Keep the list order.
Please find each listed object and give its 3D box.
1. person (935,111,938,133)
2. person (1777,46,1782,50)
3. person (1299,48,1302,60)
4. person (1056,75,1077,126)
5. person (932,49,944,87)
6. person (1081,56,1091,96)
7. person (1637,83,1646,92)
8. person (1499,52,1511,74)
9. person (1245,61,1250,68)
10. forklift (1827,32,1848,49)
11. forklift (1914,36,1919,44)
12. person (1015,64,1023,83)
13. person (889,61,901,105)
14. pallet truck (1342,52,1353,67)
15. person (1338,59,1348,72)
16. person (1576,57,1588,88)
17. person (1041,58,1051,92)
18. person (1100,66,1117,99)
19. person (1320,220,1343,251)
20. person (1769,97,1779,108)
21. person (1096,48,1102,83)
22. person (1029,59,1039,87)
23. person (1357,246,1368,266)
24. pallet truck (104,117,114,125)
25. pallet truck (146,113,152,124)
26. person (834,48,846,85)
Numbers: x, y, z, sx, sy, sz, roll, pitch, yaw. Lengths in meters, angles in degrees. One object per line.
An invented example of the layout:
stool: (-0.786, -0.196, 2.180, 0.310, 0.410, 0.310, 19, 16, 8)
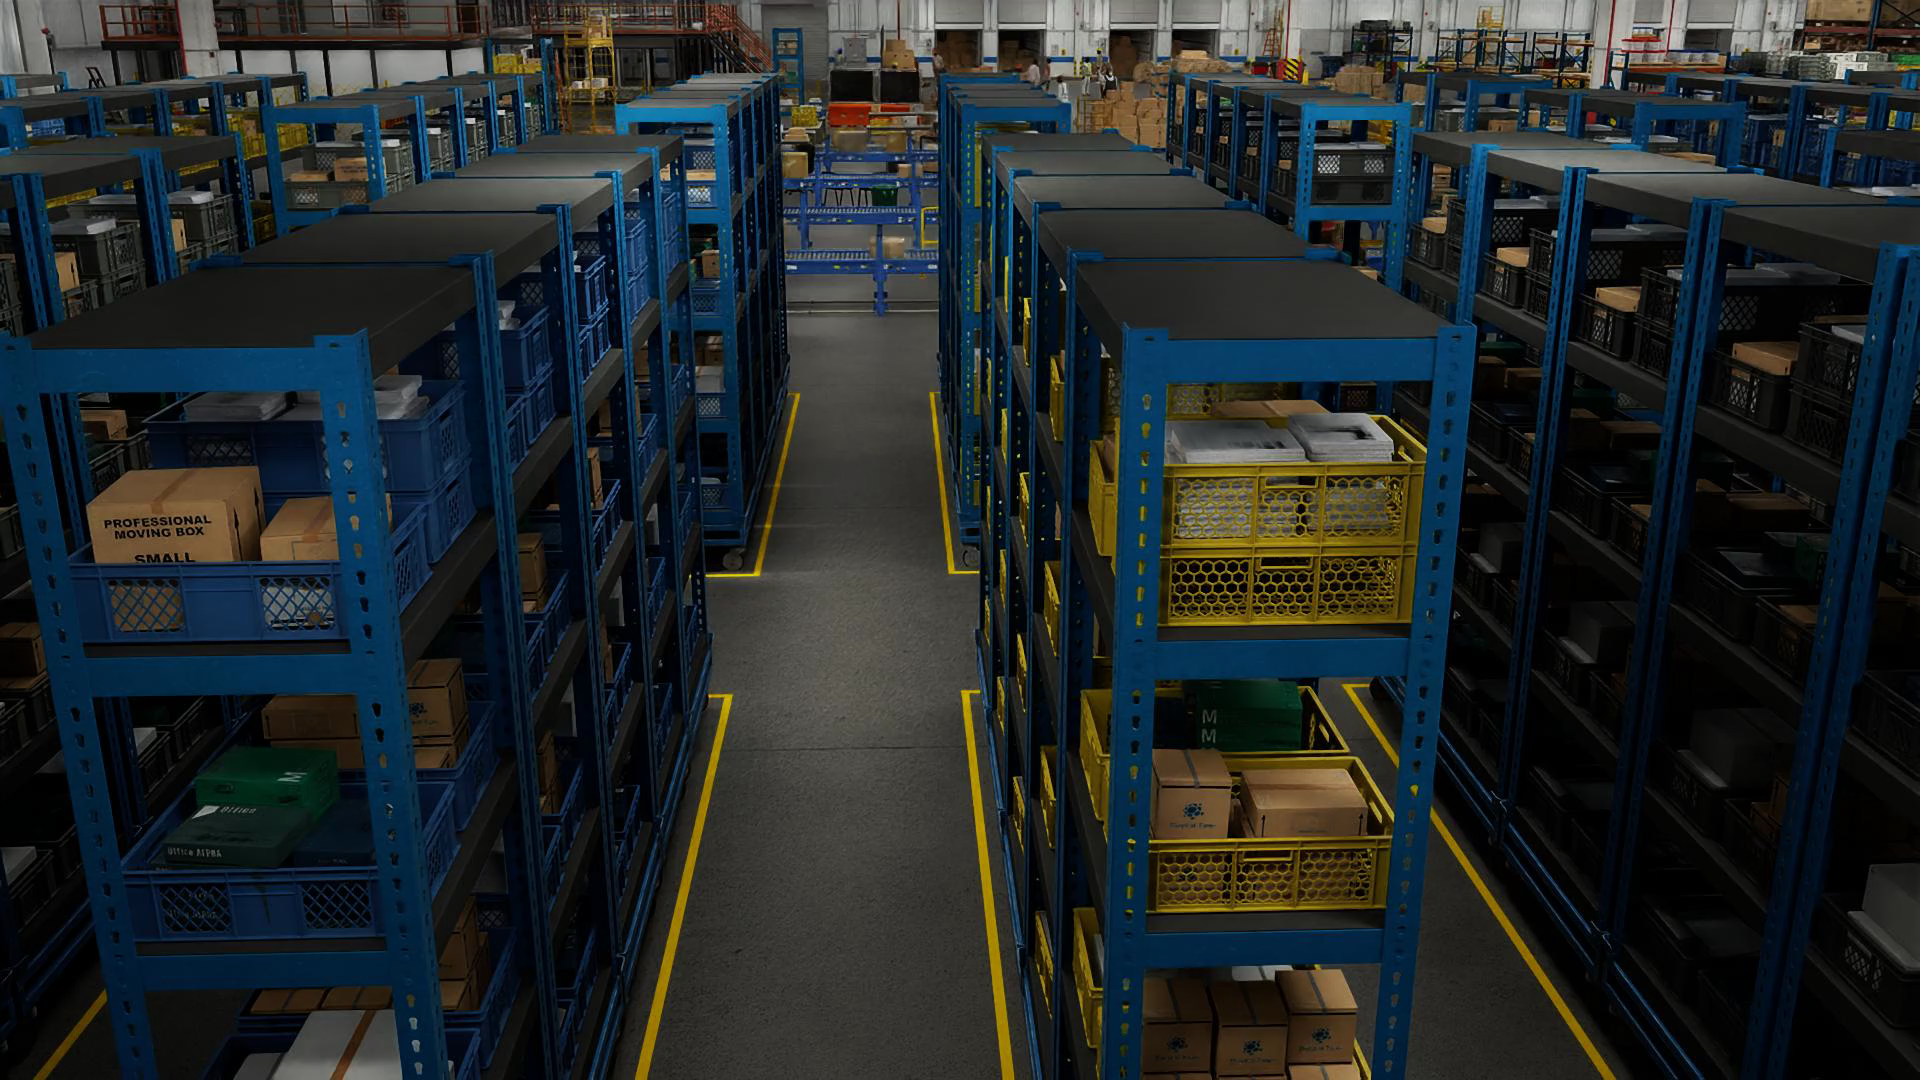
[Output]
person: (-0.568, -10.824, 44.406, 0.675, 1.854, 0.526, -5, 19, -15)
person: (46.687, -27.205, 94.959, 0.376, 1.935, 0.550, -10, 20, -28)
person: (18.510, -25.951, 91.067, 0.511, 1.945, 0.688, 10, 20, 28)
person: (3.764, -15.688, 59.465, 0.778, 1.855, 0.603, 9, 20, 26)
person: (-1.148, -25.058, 88.279, 0.665, 1.961, 0.603, 11, 21, 30)
person: (6.085, -22.241, 79.759, 0.430, 1.840, 0.619, 16, 24, 40)
person: (32.863, -22.330, 80.023, 0.511, 1.845, 0.341, 14, 22, 36)
person: (28.561, -24.668, 87.306, 1.034, 1.820, 0.588, -9, 20, -27)
person: (12.626, -20.354, 73.967, 0.917, 1.834, 0.530, 3, 18, 8)
forklift: (46.026, -25.320, 87.616, 1.129, 2.768, 1.873, -1, 18, -2)
forklift: (50.112, -25.109, 86.965, 1.129, 2.768, 1.873, -7, 19, -21)
person: (2.396, -17.571, 65.033, 0.996, 2.002, 0.645, -2, 18, -5)
person: (-2.767, -19.376, 70.767, 0.414, 1.910, 0.625, -15, 23, -39)
pallet truck: (18.794, -23.123, 82.231, 0.823, 1.965, 1.885, -13, 22, -35)
person: (17.810, -21.374, 77.158, 0.977, 1.799, 0.639, -7, 19, -21)
person: (30.973, -23.164, 82.780, 0.483, 1.736, 0.311, 8, 20, 23)
person: (4.306, -23.216, 83.051, 0.530, 1.673, 0.540, -9, 20, -27)
person: (5.582, -16.618, 62.032, 0.676, 2.000, 0.536, -7, 19, -20)
person: (4.244, -2.828, 19.469, 0.631, 1.980, 0.444, 1, 18, 4)
person: (28.898, -15.479, 58.709, 0.910, 1.922, 0.582, 5, 19, 15)
person: (7.701, -26.284, 92.124, 0.368, 1.926, 0.594, 2, 18, 6)
person: (3.279, -20.551, 74.426, 0.923, 1.911, 0.638, -11, 21, -30)
person: (4.226, -2.313, 18.114, 0.585, 1.824, 0.695, 2, 18, 8)
pallet truck: (-18.367, -7.885, 35.078, 1.885, 1.965, 0.823, 1, 18, 2)
pallet truck: (-18.087, -8.309, 36.390, 1.885, 1.965, 0.823, -1, 18, -4)
person: (-6.438, -25.633, 90.104, 0.656, 1.922, 0.708, 7, 19, 21)
